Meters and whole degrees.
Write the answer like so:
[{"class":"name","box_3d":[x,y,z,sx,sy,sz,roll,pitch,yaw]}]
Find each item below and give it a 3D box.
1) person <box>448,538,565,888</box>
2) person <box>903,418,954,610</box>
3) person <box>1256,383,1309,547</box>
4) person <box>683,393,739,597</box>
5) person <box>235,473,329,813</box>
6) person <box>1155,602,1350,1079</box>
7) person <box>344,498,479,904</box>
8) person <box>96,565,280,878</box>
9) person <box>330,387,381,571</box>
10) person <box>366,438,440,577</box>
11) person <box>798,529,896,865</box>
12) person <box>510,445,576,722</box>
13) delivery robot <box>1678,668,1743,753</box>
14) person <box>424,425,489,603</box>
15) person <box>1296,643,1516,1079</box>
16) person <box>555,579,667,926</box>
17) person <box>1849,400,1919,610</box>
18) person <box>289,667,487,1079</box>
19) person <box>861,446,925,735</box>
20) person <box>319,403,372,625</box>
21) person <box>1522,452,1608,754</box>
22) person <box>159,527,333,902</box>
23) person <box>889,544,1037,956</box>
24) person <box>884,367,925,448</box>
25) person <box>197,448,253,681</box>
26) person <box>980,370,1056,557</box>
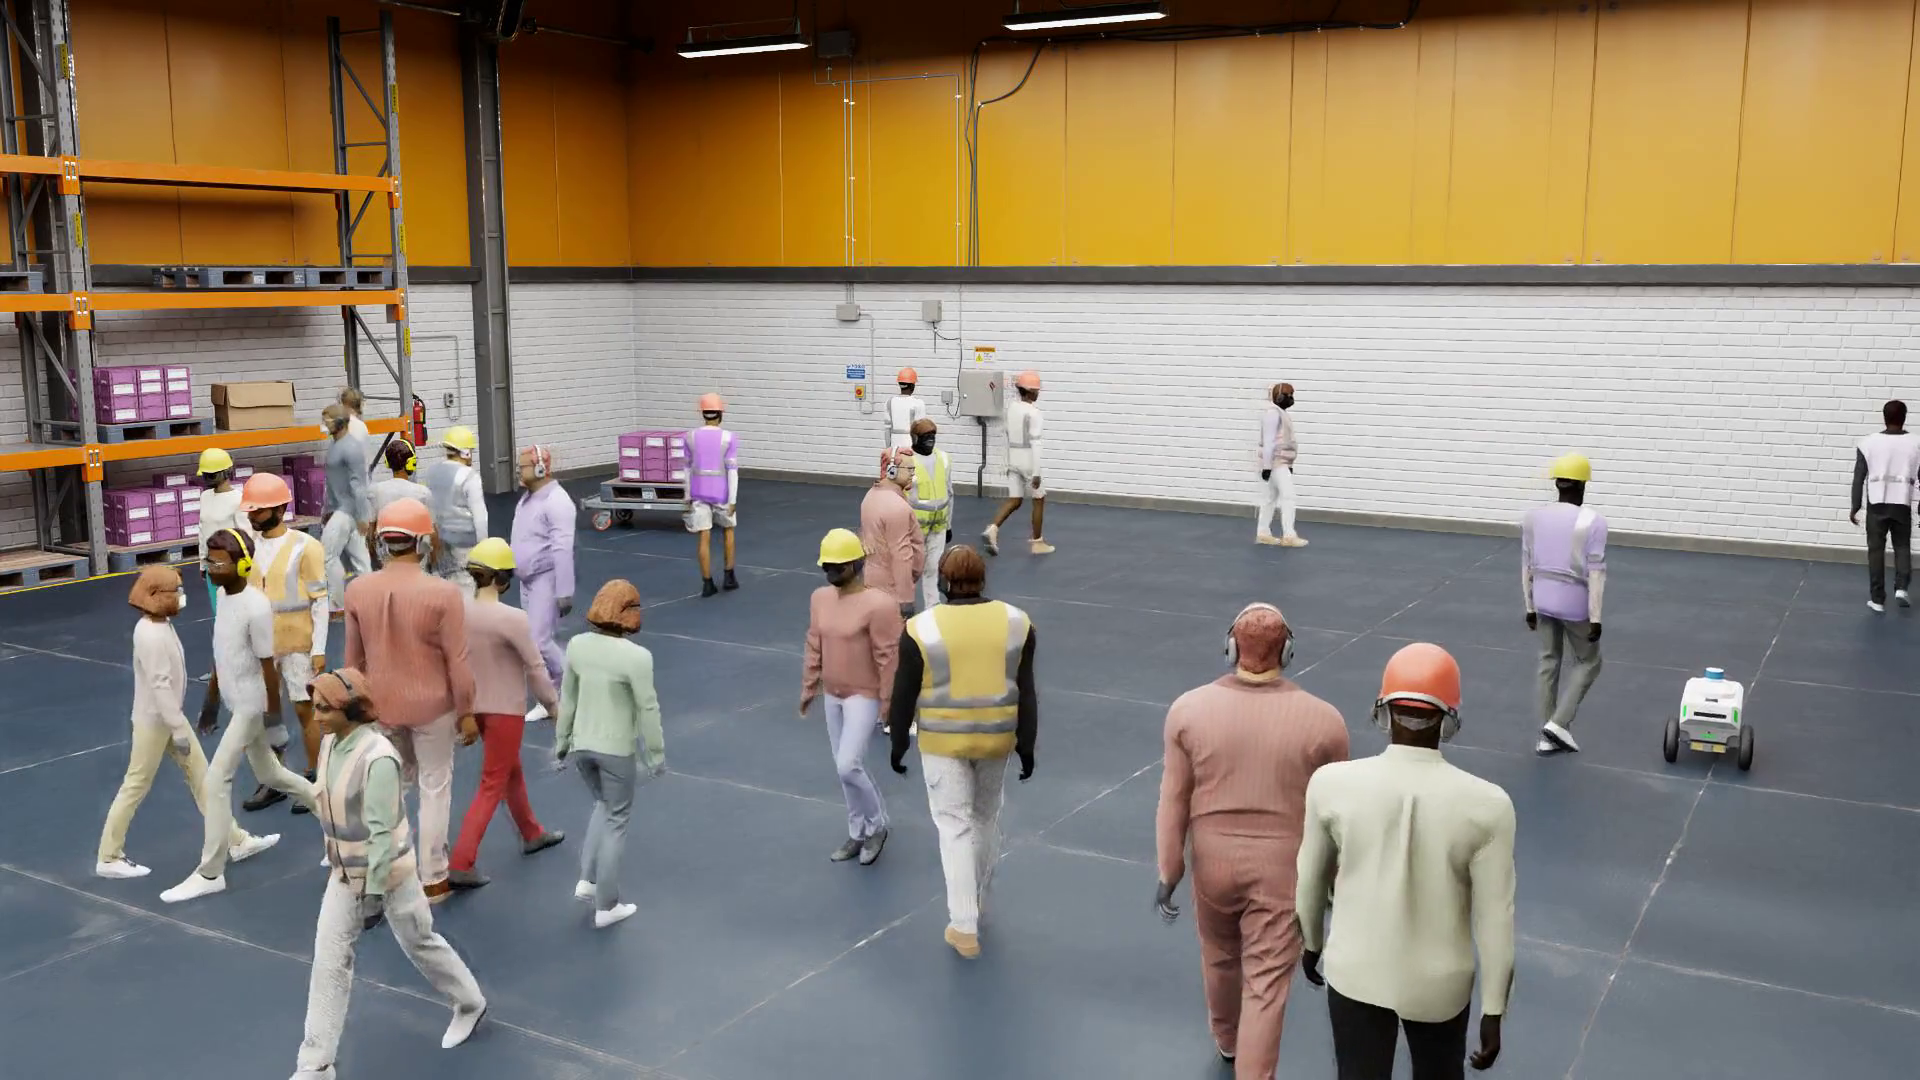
[{"class":"person","box_3d":[-2.317,0.846,8.350,0.533,1.723,0.876,6,11,34]},{"class":"person","box_3d":[-0.315,-0.112,13.987,0.625,1.835,0.432,-6,11,-34]},{"class":"person","box_3d":[3.645,-0.829,18.468,0.739,1.818,0.662,3,10,19]},{"class":"person","box_3d":[-2.334,-0.439,15.786,0.550,1.909,0.735,1,9,4]},{"class":"person","box_3d":[-3.824,0.580,9.331,0.551,1.933,0.370,2,9,11]},{"class":"person","box_3d":[1.078,1.142,6.017,0.673,1.862,0.965,3,10,17]},{"class":"person","box_3d":[-2.616,0.795,7.861,0.631,1.982,0.564,2,9,14]},{"class":"person","box_3d":[-3.957,0.907,8.356,0.871,1.579,0.523,-3,9,-16]},{"class":"person","box_3d":[-6.137,-0.607,16.890,0.927,1.898,0.646,-9,13,-44]},{"class":"person","box_3d":[-3.960,0.204,11.882,0.537,1.869,0.314,1,9,8]},{"class":"person","box_3d":[-0.577,0.804,8.508,0.528,1.751,0.400,8,12,42]},{"class":"person","box_3d":[-2.809,0.304,11.168,0.441,1.896,0.665,-6,11,-35]},{"class":"delivery robot","box_3d":[4.715,1.046,10.426,0.477,0.478,0.707,4,10,26]},{"class":"person","box_3d":[-4.031,-0.018,13.443,0.587,1.816,0.413,7,11,36]},{"class":"person","box_3d":[1.319,1.266,4.993,0.625,1.944,0.961,3,9,15]},{"class":"person","box_3d":[-1.648,0.988,7.777,0.566,1.611,0.399,5,10,29]},{"class":"person","box_3d":[8.378,-0.307,14.990,0.614,1.898,0.450,3,10,18]},{"class":"person","box_3d":[-2.182,1.242,6.285,0.533,1.593,0.876,8,12,39]},{"class":"person","box_3d":[-0.427,0.328,11.006,0.400,1.905,0.643,-3,10,-19]},{"class":"person","box_3d":[-5.417,-0.222,14.388,0.750,1.910,0.646,-5,10,-27]},{"class":"person","box_3d":[3.801,0.406,10.449,0.415,1.914,0.597,-7,11,-37]},{"class":"person","box_3d":[-3.457,0.818,8.204,0.945,1.824,0.531,-6,11,-35]},{"class":"person","box_3d":[-0.018,0.910,7.639,0.649,1.808,0.868,-3,9,-16]},{"class":"person","box_3d":[-0.618,-1.055,19.525,0.542,1.939,0.364,5,10,27]},{"class":"person","box_3d":[-5.436,0.193,12.288,0.522,1.763,0.319,5,10,27]},{"class":"person","box_3d":[0.640,-0.803,17.726,0.870,2.016,0.617,-7,11,-36]}]
